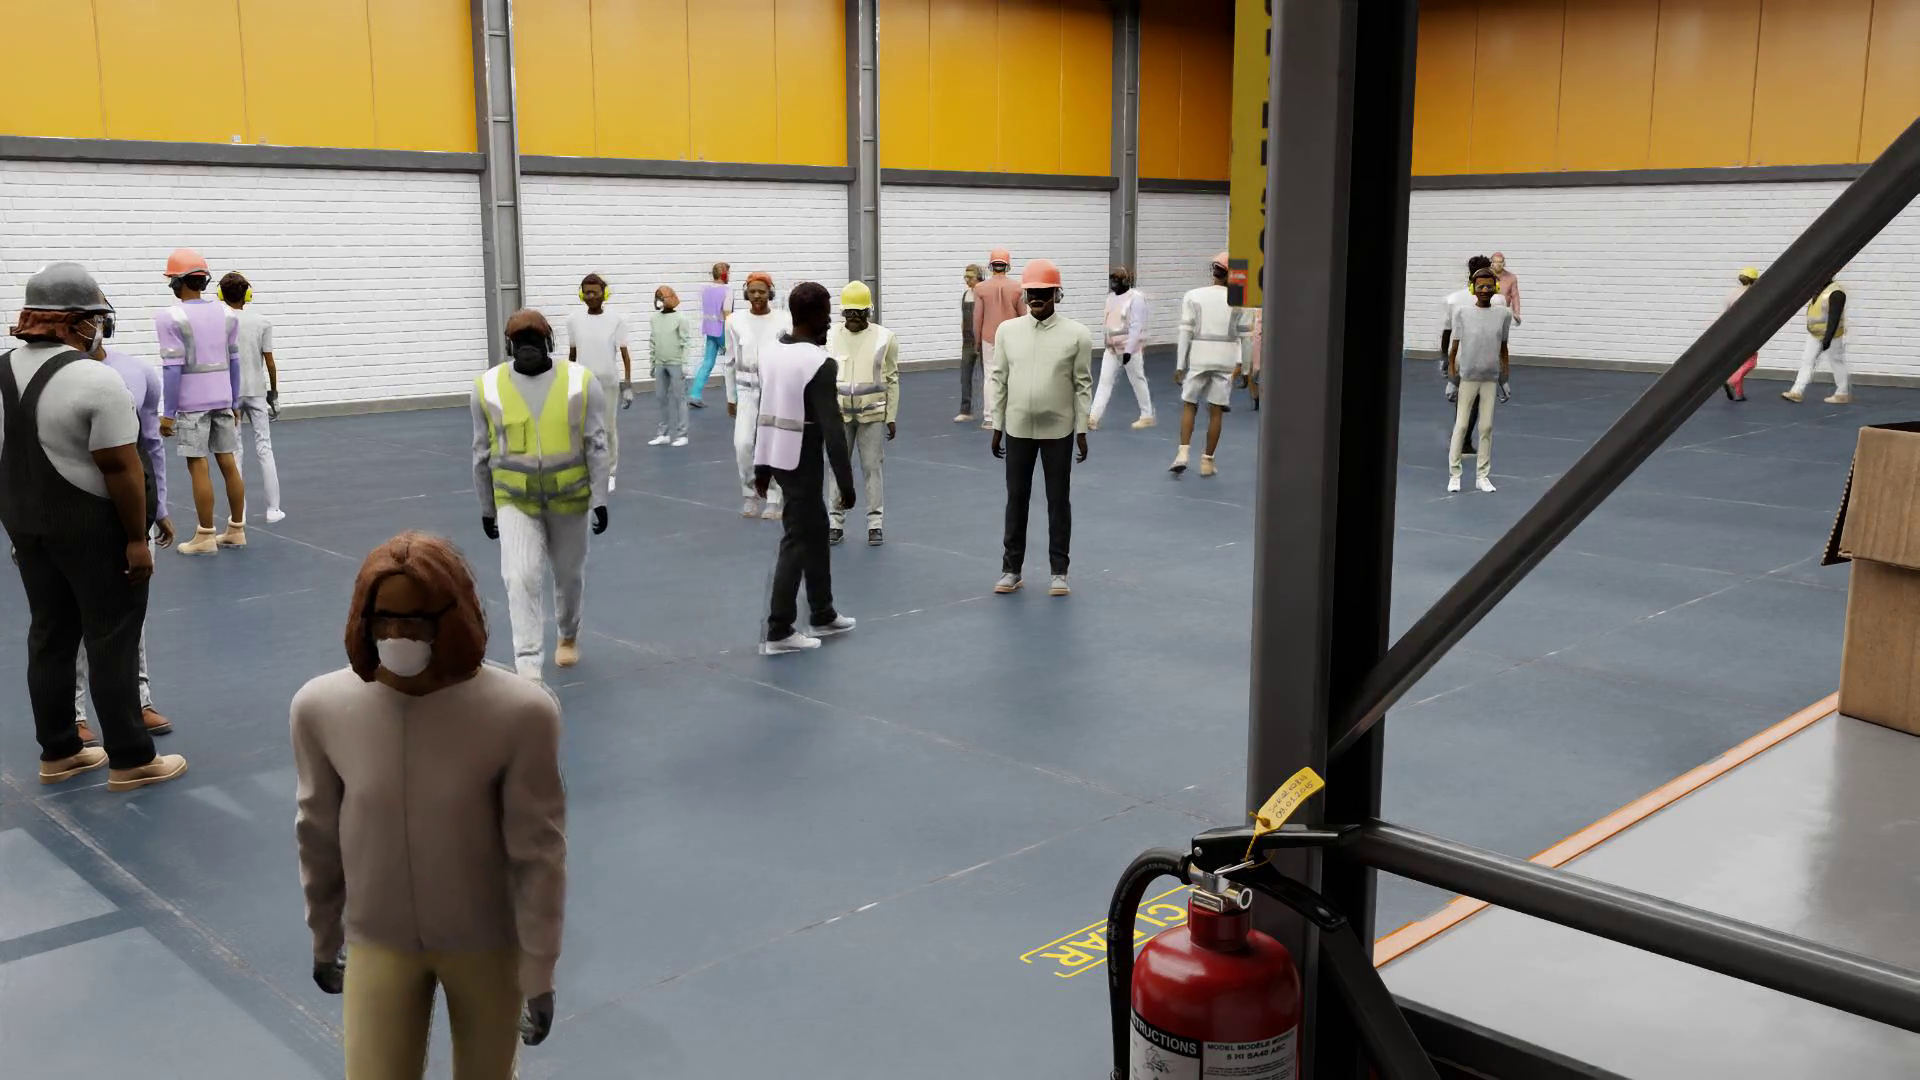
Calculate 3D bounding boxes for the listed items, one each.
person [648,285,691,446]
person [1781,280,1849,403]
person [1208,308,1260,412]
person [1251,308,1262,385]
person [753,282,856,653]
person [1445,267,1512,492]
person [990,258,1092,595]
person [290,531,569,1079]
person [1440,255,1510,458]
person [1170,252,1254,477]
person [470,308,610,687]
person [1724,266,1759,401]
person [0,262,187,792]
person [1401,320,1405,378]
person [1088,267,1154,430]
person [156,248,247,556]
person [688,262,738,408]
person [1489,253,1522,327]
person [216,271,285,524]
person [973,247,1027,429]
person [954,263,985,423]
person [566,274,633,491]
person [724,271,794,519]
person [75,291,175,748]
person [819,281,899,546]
[{"bbox_3d":[-2.954,-1.769,16.900,0.507,1.631,0.266,6,12,29],"label":"person"},{"bbox_3d":[10.915,-2.596,21.051,0.994,1.766,0.634,-2,11,-10],"label":"person"},{"bbox_3d":[3.419,-2.464,20.057,0.929,1.884,0.563,-2,11,-13],"label":"person"},{"bbox_3d":[2.971,-1.550,15.047,0.667,1.881,0.776,3,11,15],"label":"person"},{"bbox_3d":[-0.724,-0.374,8.588,0.779,1.888,0.637,-8,13,-36],"label":"person"},{"bbox_3d":[4.317,-1.324,13.834,0.535,1.868,0.309,0,10,2],"label":"person"},{"bbox_3d":[0.471,-0.662,9.877,0.608,1.996,0.382,2,11,13],"label":"person"},{"bbox_3d":[-0.967,0.780,3.053,0.512,1.604,0.602,-1,10,-6],"label":"person"},{"bbox_3d":[5.011,-1.772,16.103,0.608,1.936,0.747,9,14,40],"label":"person"},{"bbox_3d":[2.252,-1.550,14.723,0.662,1.994,0.529,2,11,11],"label":"person"},{"bbox_3d":[-1.974,-0.197,7.870,0.626,1.809,0.892,-3,11,-14],"label":"person"},{"bbox_3d":[9.963,-2.614,21.205,0.681,1.749,0.545,-6,12,-32],"label":"person"},{"bbox_3d":[-3.375,-0.055,6.444,0.689,2.000,0.538,4,11,19],"label":"person"},{"bbox_3d":[4.157,-1.708,16.585,0.531,1.636,0.349,4,11,22],"label":"person"},{"bbox_3d":[1.755,-2.093,18.254,0.967,1.792,0.628,-7,13,-35],"label":"person"},{"bbox_3d":[-5.081,-0.913,11.110,0.381,2.045,0.605,5,12,26],"label":"person"},{"bbox_3d":[-3.006,-2.537,20.645,0.582,1.804,0.952,10,14,42],"label":"person"},{"bbox_3d":[8.066,-3.365,24.974,0.661,1.853,0.981,0,10,0],"label":"person"},{"bbox_3d":[-5.315,-1.046,12.310,0.521,1.873,0.336,-4,11,-21],"label":"person"},{"bbox_3d":[0.443,-2.213,18.333,0.609,1.996,0.379,0,10,-2],"label":"person"},{"bbox_3d":[0.237,-2.272,19.163,0.528,1.820,0.834,7,12,32],"label":"person"},{"bbox_3d":[-2.948,-1.257,13.605,0.545,1.816,0.970,-1,10,-6],"label":"person"},{"bbox_3d":[-1.475,-1.071,12.455,0.593,1.866,0.460,0,10,2],"label":"person"},{"bbox_3d":[-3.613,-0.098,6.965,0.366,1.936,0.630,8,13,39],"label":"person"},{"bbox_3d":[-0.718,-0.865,11.456,0.586,1.824,0.403,0,10,2],"label":"person"}]
